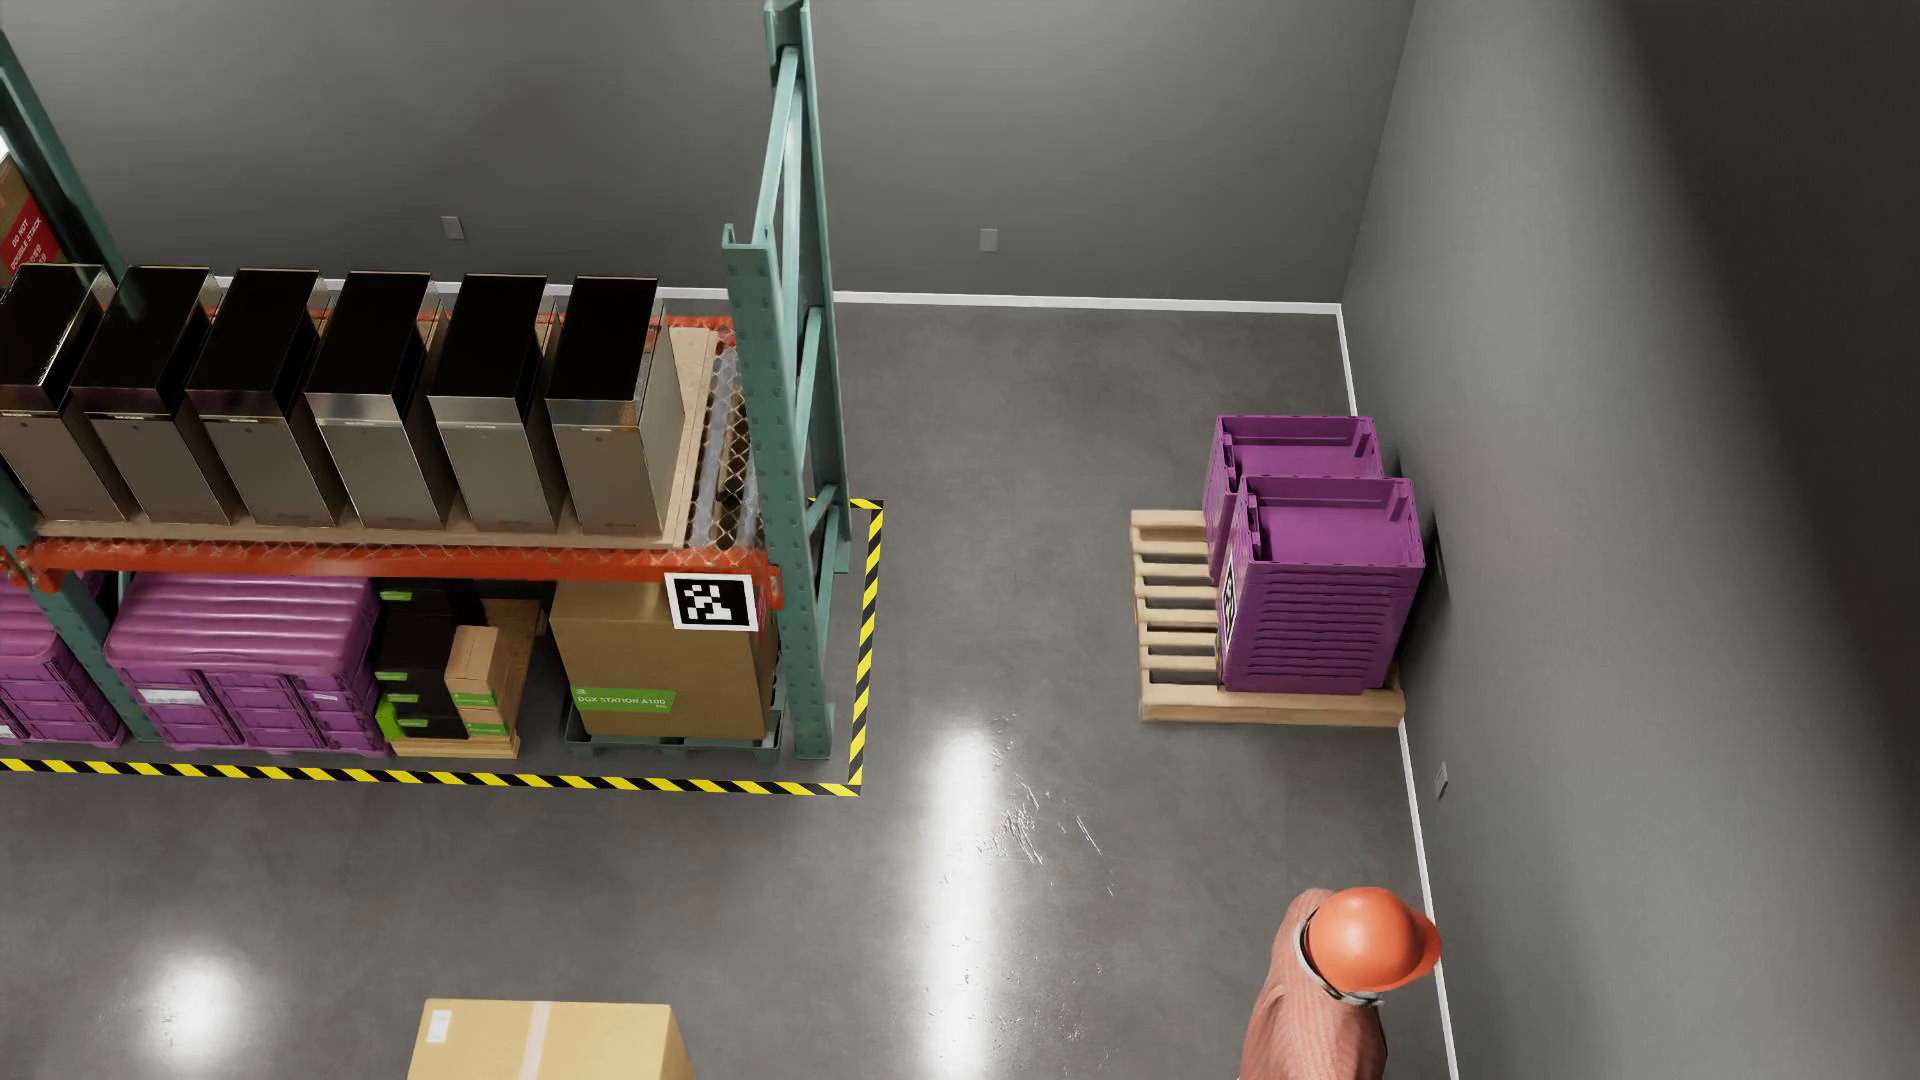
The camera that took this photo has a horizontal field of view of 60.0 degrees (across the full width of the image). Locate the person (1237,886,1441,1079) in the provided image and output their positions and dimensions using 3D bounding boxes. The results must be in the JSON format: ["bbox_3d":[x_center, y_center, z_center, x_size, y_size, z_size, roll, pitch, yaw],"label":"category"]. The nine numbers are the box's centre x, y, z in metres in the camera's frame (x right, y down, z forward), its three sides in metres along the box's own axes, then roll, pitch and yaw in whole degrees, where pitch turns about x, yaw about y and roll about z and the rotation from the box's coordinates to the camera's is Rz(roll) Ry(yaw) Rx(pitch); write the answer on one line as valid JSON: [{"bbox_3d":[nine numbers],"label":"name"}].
[{"bbox_3d":[0.935,1.466,4.507,0.375,1.997,0.611,1,52,1],"label":"person"}]
